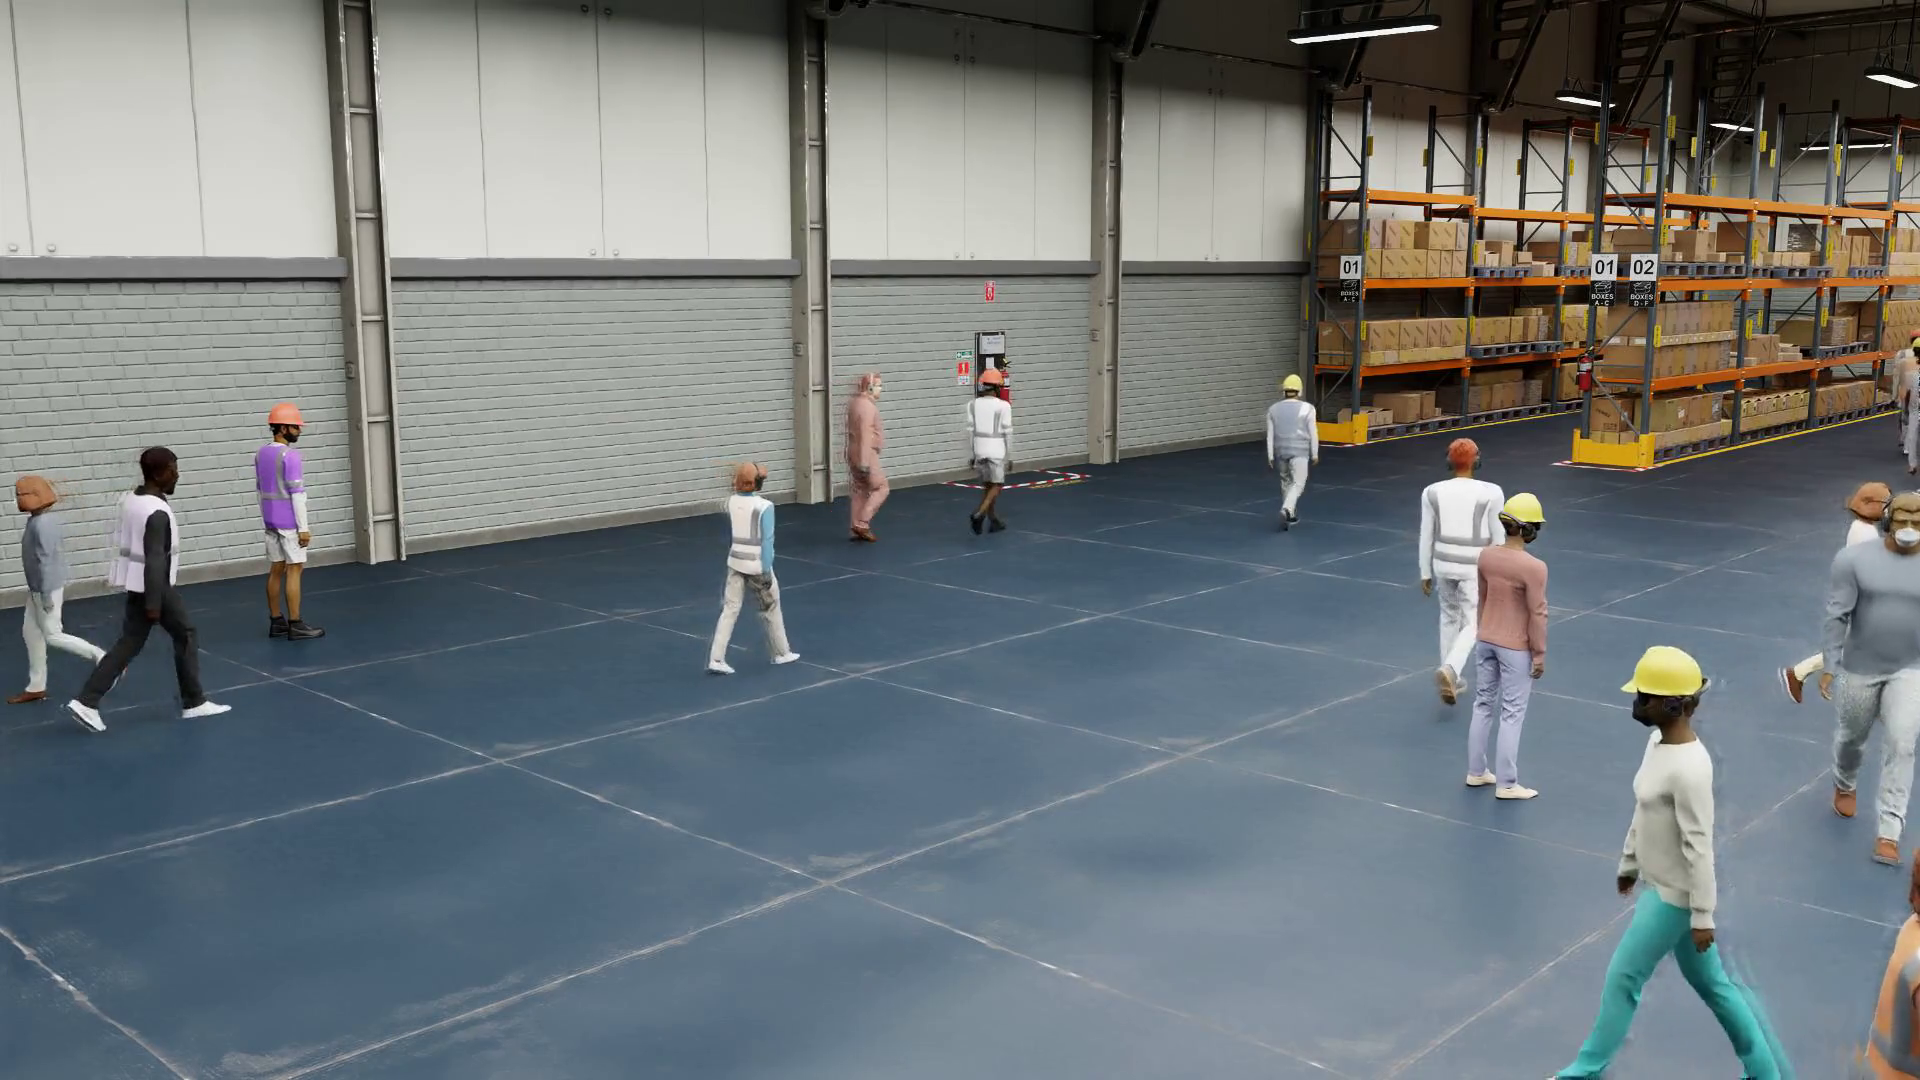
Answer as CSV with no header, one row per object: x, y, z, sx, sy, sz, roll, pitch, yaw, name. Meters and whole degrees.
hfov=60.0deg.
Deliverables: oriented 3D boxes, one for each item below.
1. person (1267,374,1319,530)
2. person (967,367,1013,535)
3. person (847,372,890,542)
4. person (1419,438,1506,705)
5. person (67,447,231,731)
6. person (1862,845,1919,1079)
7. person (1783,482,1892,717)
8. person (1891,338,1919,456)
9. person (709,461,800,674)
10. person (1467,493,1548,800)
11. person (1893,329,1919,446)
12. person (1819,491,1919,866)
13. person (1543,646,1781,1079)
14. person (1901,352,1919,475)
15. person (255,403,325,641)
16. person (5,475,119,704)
3.833,-1.016,19.291,0.591,1.804,0.808,7,11,35,person
0.317,-0.988,18.785,0.549,1.913,0.792,5,11,29,person
-1.018,-0.902,18.320,0.444,1.887,0.673,-3,10,-19,person
3.455,0.225,11.548,0.585,1.860,0.740,7,12,36,person
-5.390,0.318,10.943,0.594,1.876,0.951,9,13,43,person
2.444,1.520,4.346,0.624,1.621,0.518,5,11,29,person
5.997,0.398,11.234,0.612,1.615,0.504,6,11,32,person
15.515,-2.328,27.011,0.612,1.878,0.955,8,12,40,person
-1.584,0.203,12.466,0.530,1.596,0.851,7,12,36,person
3.163,0.603,9.542,0.341,1.757,0.518,-5,10,-26,person
16.251,-2.599,28.366,0.629,1.998,1.045,6,11,33,person
4.876,0.664,8.766,0.642,1.908,0.974,4,10,22,person
2.544,1.220,5.912,0.916,1.720,0.540,3,10,15,person
14.152,-1.888,24.445,0.532,1.852,0.626,8,12,40,person
-5.487,-0.148,13.585,0.548,1.932,0.377,7,12,36,person
-6.309,0.340,11.610,0.675,1.614,0.503,-6,11,-33,person
